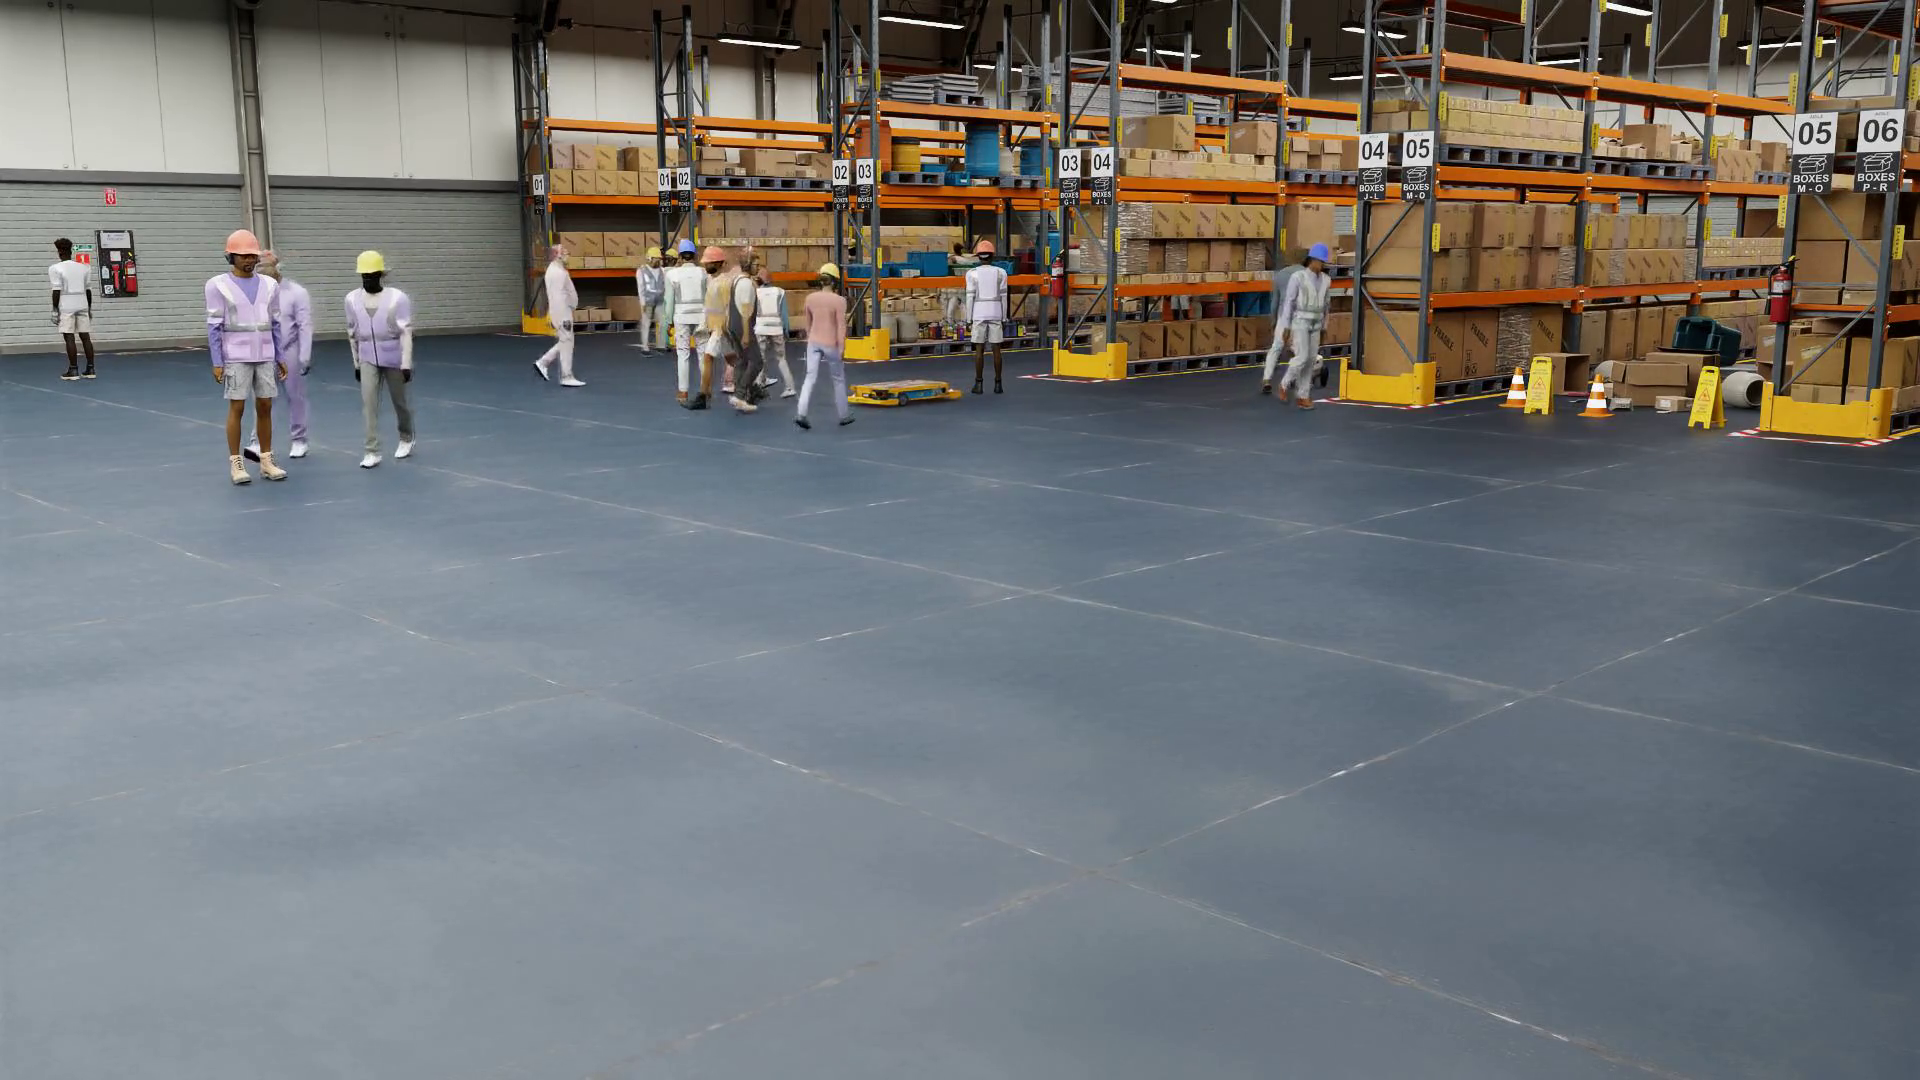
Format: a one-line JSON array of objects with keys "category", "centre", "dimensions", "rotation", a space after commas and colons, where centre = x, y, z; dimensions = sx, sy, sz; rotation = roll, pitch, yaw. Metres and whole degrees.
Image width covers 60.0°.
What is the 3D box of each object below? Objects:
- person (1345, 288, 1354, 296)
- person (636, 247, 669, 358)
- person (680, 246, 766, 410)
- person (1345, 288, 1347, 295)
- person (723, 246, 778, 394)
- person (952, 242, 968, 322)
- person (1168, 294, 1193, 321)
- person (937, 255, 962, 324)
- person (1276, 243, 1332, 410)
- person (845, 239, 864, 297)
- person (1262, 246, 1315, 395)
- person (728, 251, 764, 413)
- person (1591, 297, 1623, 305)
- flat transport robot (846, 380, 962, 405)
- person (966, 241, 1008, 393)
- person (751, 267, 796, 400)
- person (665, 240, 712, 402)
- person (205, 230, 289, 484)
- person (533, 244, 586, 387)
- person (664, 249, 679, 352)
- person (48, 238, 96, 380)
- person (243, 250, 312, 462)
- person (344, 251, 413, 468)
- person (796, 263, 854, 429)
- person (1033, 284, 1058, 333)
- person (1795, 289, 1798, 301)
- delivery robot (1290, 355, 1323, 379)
[{"category": "person", "centre": [7.718, -4.843, 32.180], "dimensions": [0.537, 1.920, 0.642], "rotation": [-10, 14, -43]}, {"category": "person", "centre": [-5.044, -3.907, 27.366], "dimensions": [0.586, 1.812, 0.632], "rotation": [-9, 14, -40]}, {"category": "person", "centre": [-2.743, -2.475, 19.370], "dimensions": [1.013, 1.894, 0.549], "rotation": [-4, 11, -20]}, {"category": "person", "centre": [8.285, -5.196, 34.272], "dimensions": [0.669, 1.859, 0.937], "rotation": [4, 11, 22]}, {"category": "person", "centre": [-2.677, -2.812, 21.285], "dimensions": [0.960, 1.850, 0.660], "rotation": [-6, 12, -31]}, {"category": "person", "centre": [-0.041, -5.138, 33.915], "dimensions": [0.531, 1.868, 0.309], "rotation": [3, 11, 17]}, {"category": "person", "centre": [4.048, -4.570, 30.629], "dimensions": [0.551, 1.934, 0.373], "rotation": [9, 14, 42]}, {"category": "person", "centre": [-0.158, -4.707, 32.241], "dimensions": [0.524, 1.614, 0.590], "rotation": [6, 12, 31]}, {"category": "person", "centre": [4.015, -2.467, 19.213], "dimensions": [0.617, 1.915, 0.532], "rotation": [-7, 12, -32]}, {"category": "person", "centre": [-2.260, -5.458, 35.529], "dimensions": [0.384, 1.917, 0.584], "rotation": [-9, 14, -41]}, {"category": "person", "centre": [4.162, -2.781, 21.061], "dimensions": [0.670, 1.886, 1.047], "rotation": [9, 14, 42]}, {"category": "person", "centre": [-2.424, -2.348, 18.835], "dimensions": [0.381, 1.828, 0.510], "rotation": [-6, 12, -28]}, {"category": "person", "centre": [11.084, -4.178, 28.602], "dimensions": [0.818, 1.888, 0.629], "rotation": [-10, 14, -43]}, {"category": "flat transport robot", "centre": [-0.695, -1.797, 20.175], "dimensions": [0.652, 0.197, 1.431], "rotation": [9, 14, 41]}, {"category": "person", "centre": [0.334, -2.845, 21.250], "dimensions": [0.542, 1.928, 0.374], "rotation": [-2, 11, -9]}, {"category": "person", "centre": [-2.315, -2.522, 20.337], "dimensions": [0.597, 1.611, 0.347], "rotation": [-4, 11, -21]}, {"category": "person", "centre": [-3.272, -2.657, 20.194], "dimensions": [0.602, 1.938, 0.407], "rotation": [-3, 11, -17]}, {"category": "person", "centre": [-5.776, -1.489, 13.546], "dimensions": [0.388, 2.039, 0.616], "rotation": [9, 14, 41]}, {"category": "person", "centre": [-5.337, -2.981, 22.096], "dimensions": [0.564, 1.890, 0.649], "rotation": [-4, 11, -18]}, {"category": "person", "centre": [-4.966, -4.146, 28.784], "dimensions": [0.524, 1.770, 0.314], "rotation": [5, 11, 23]}, {"category": "person", "centre": [-12.423, -3.232, 23.257], "dimensions": [0.365, 1.963, 0.610], "rotation": [5, 12, 27]}, {"category": "person", "centre": [-6.080, -1.620, 14.741], "dimensions": [0.665, 1.854, 0.986], "rotation": [-1, 10, -3]}, {"category": "person", "centre": [-5.119, -1.622, 14.749], "dimensions": [0.588, 1.877, 1.032], "rotation": [0, 10, -2]}, {"category": "person", "centre": [-1.430, -2.034, 17.402], "dimensions": [0.523, 1.718, 0.904], "rotation": [5, 11, 24]}, {"category": "person", "centre": [1.796, -5.028, 33.255], "dimensions": [0.555, 1.902, 0.958], "rotation": [9, 13, 39]}, {"category": "person", "centre": [16.617, -4.989, 33.120], "dimensions": [0.572, 1.875, 1.046], "rotation": [-5, 12, -27]}, {"category": "delivery robot", "centre": [4.613, -2.348, 22.144], "dimensions": [0.477, 0.478, 0.707], "rotation": [4, 11, 21]}]
